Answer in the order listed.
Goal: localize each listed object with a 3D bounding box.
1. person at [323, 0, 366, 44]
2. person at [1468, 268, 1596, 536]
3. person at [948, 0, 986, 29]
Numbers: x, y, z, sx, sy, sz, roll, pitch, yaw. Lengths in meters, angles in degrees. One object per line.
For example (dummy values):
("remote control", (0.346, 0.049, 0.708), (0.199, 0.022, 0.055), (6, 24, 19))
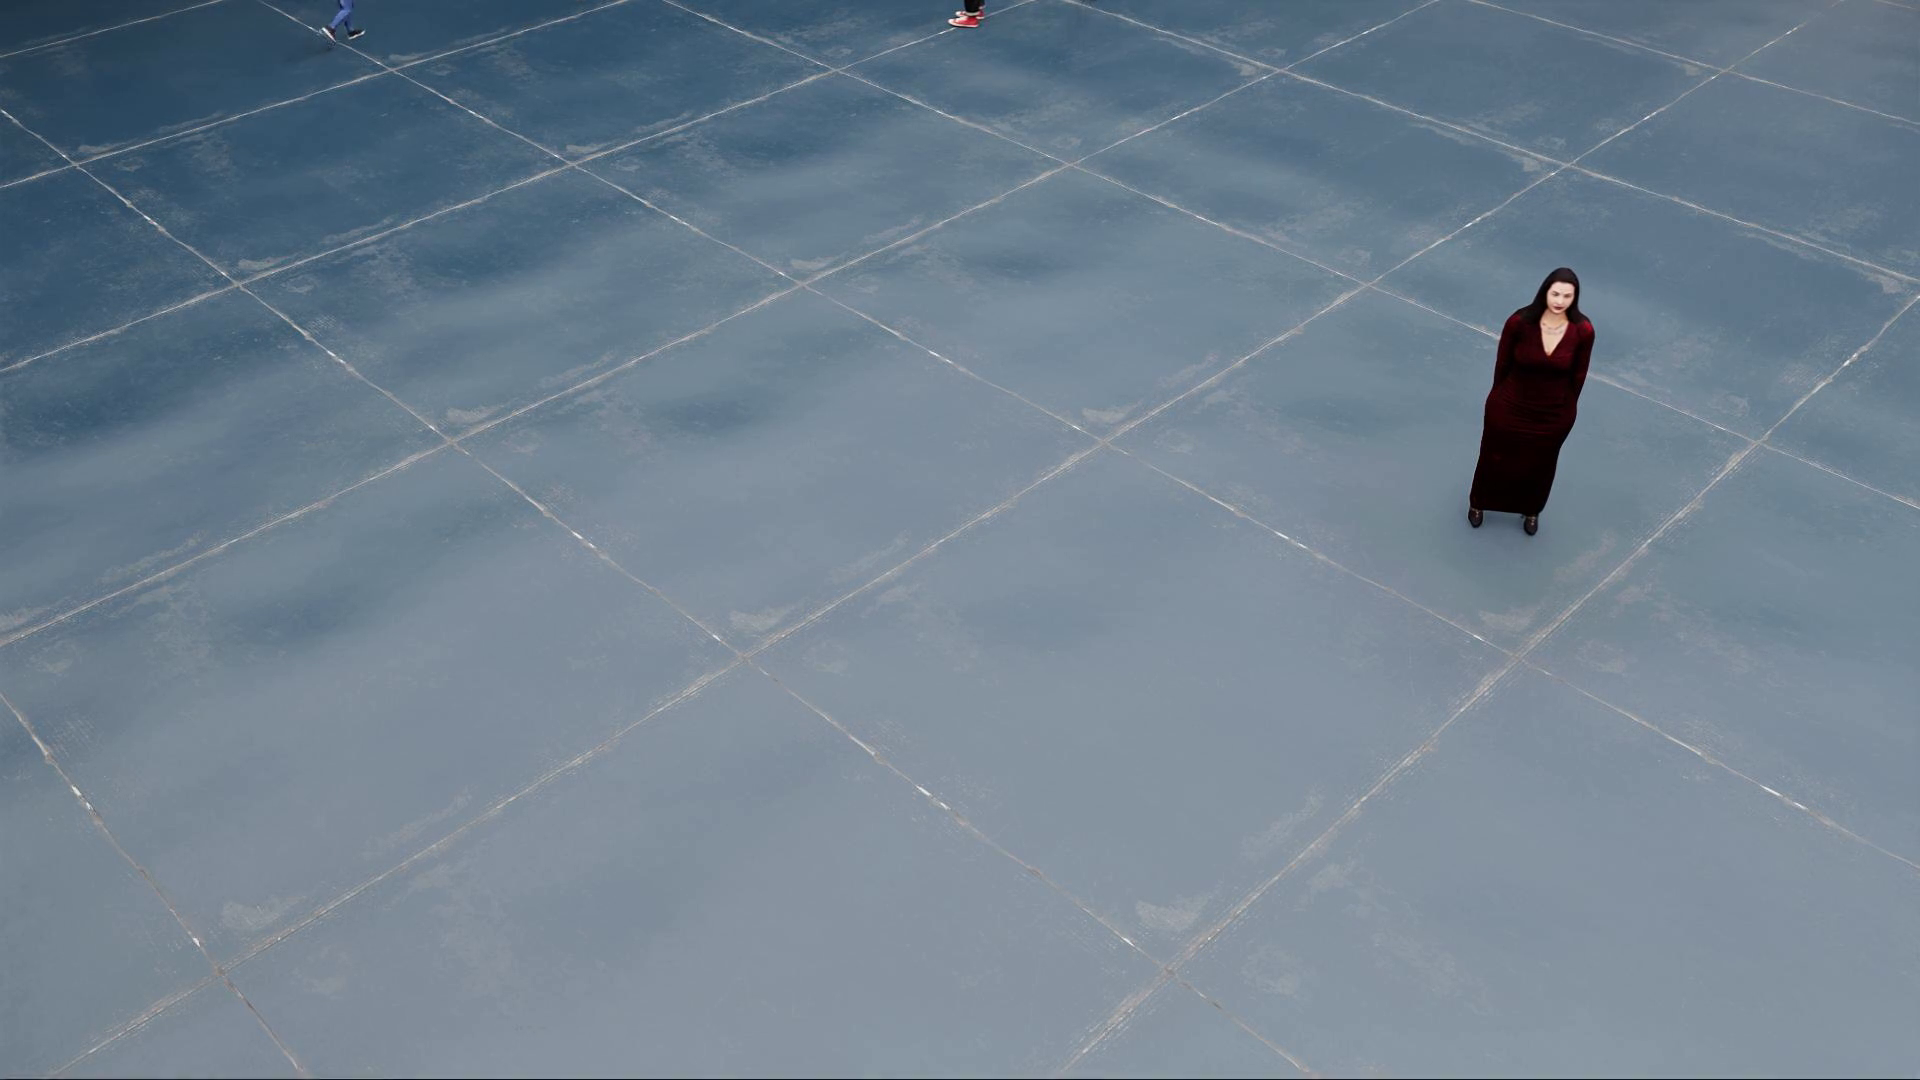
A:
("person", (-6.069, -5.370, 16.118), (0.451, 1.103, 0.675), (29, 46, 32))
("person", (3.284, -0.793, 9.558), (0.781, 1.757, 0.808), (9, 38, 11))
("person", (0.097, -5.955, 16.345), (0.835, 1.759, 0.740), (6, 38, 7))
